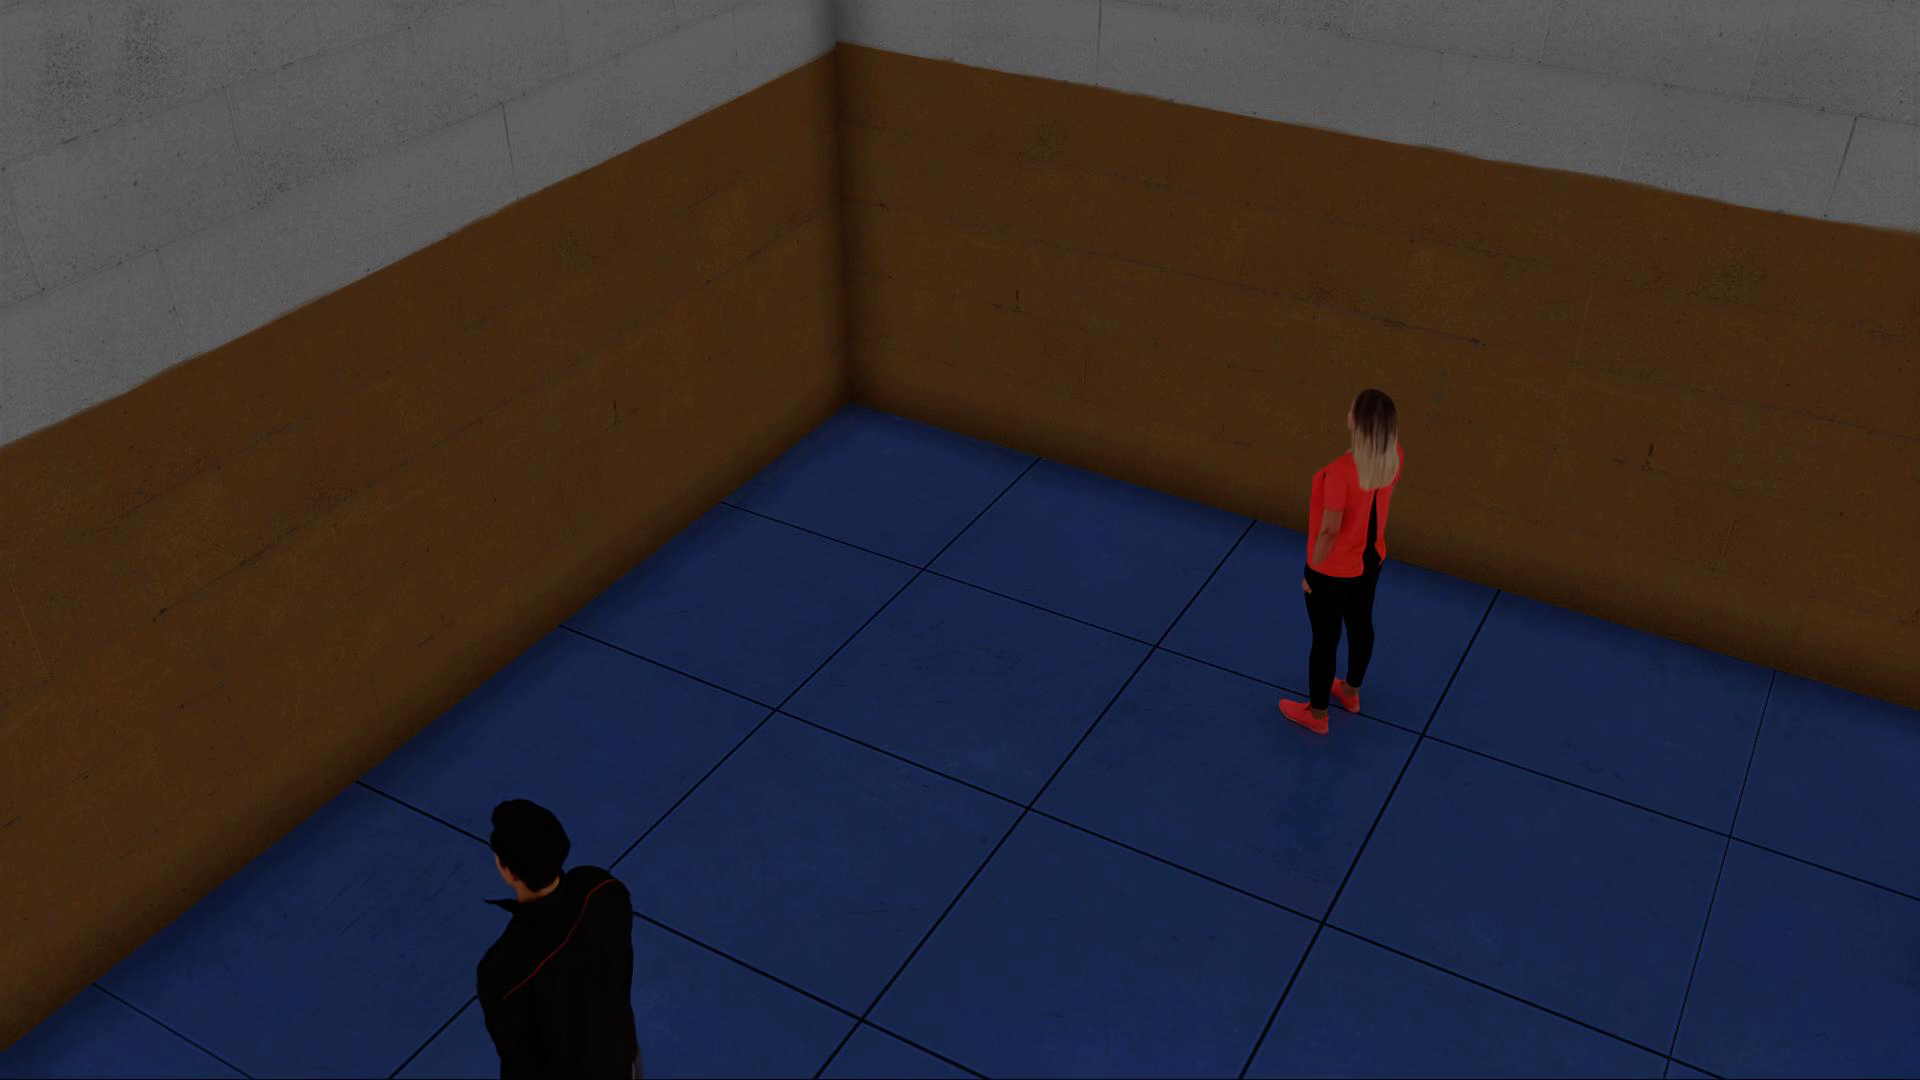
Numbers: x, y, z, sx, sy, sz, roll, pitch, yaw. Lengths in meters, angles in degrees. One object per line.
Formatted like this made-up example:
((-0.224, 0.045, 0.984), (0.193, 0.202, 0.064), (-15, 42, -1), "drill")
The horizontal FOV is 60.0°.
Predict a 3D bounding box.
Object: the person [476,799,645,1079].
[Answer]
((-1.124, 1.526, 4.905), (0.748, 1.945, 0.510), (17, 37, 23), "person")

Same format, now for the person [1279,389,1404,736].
((1.701, 0.099, 7.276), (0.593, 1.694, 0.722), (-23, 40, -30), "person")
